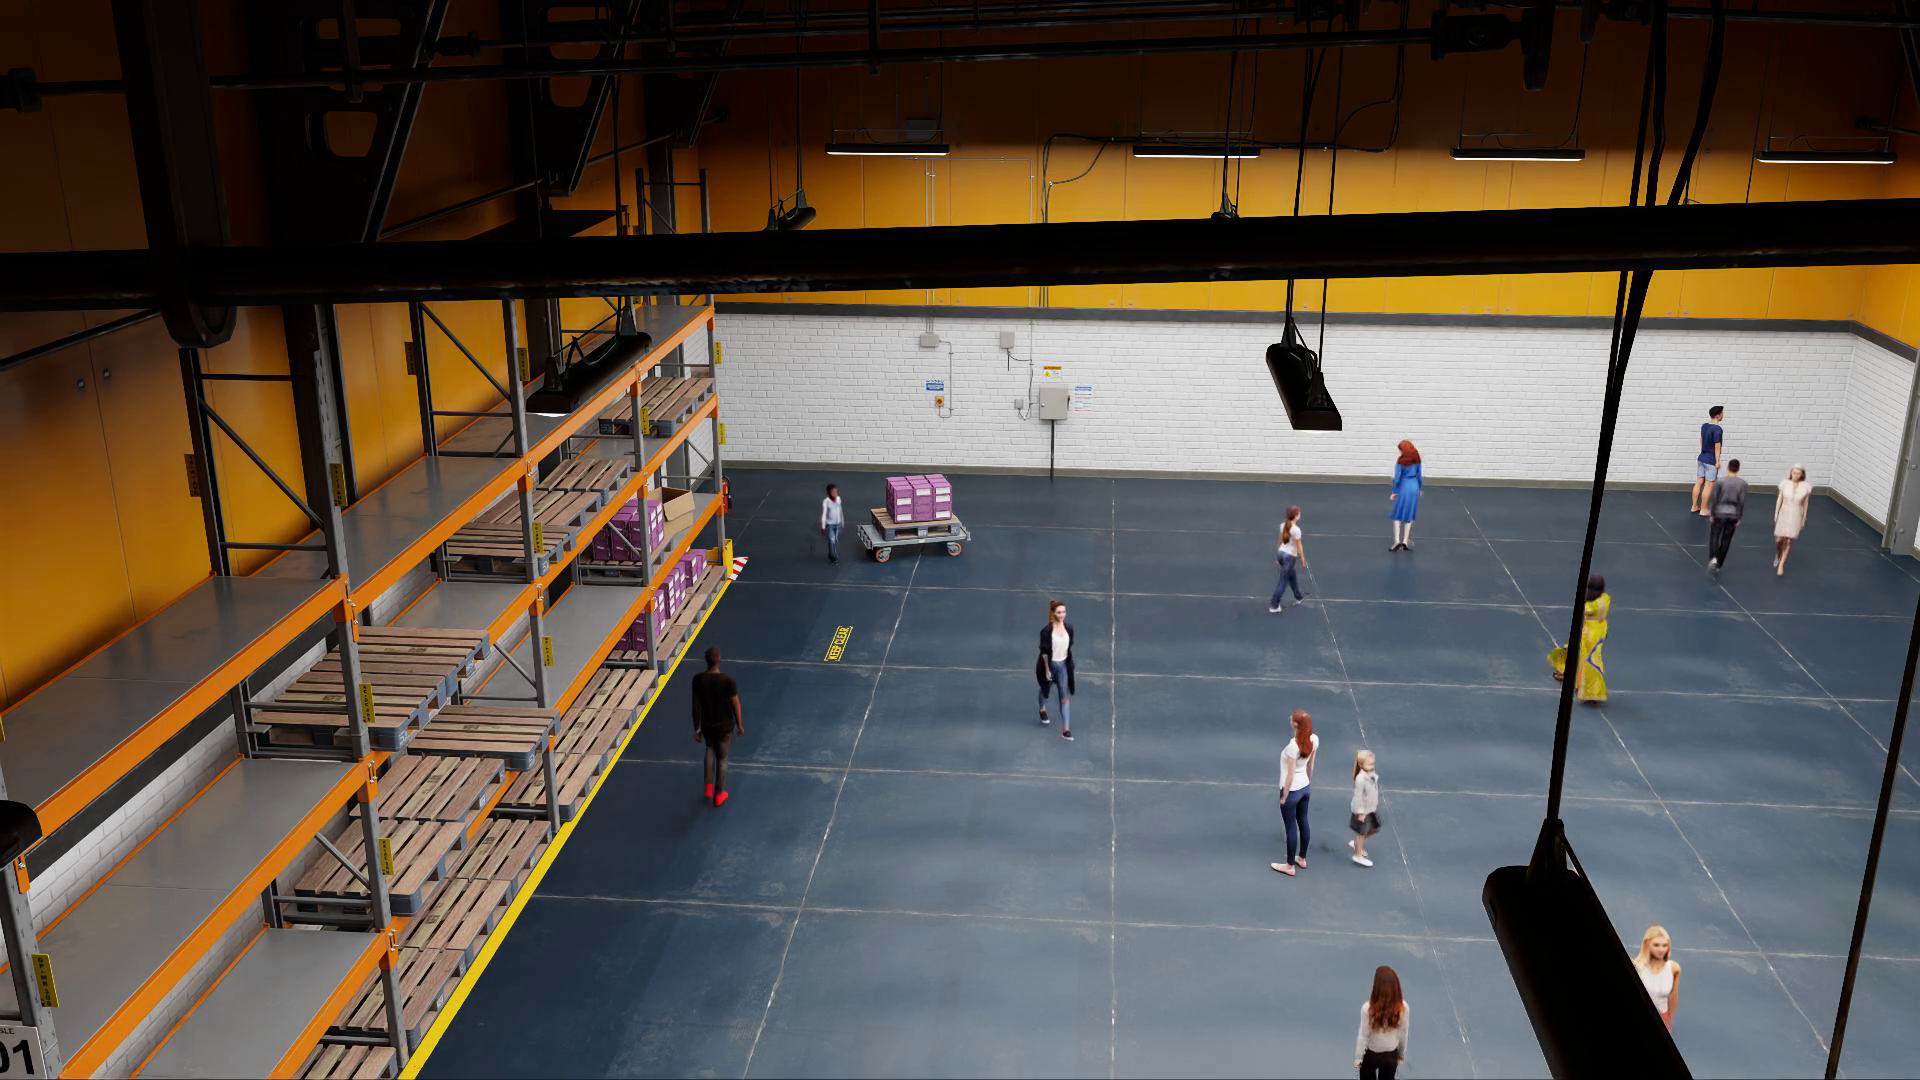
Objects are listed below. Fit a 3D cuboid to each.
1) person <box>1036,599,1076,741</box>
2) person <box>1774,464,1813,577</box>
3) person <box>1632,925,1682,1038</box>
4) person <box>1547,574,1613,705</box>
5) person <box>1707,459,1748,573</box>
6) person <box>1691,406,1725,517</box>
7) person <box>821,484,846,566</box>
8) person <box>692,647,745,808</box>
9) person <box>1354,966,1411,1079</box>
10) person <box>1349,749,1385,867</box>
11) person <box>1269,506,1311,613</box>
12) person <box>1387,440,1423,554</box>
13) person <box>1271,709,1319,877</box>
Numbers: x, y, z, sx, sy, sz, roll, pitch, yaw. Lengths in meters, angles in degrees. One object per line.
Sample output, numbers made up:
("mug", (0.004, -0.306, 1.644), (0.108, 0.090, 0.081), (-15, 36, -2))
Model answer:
("person", (1.070, 1.494, 19.613), (0.905, 1.629, 1.203), (-6, 20, -17))
("person", (12.417, -0.324, 24.859), (0.715, 1.727, 0.783), (9, 21, 26))
("person", (5.212, 3.712, 12.786), (0.665, 1.783, 0.863), (0, 19, 1))
("person", (7.805, 1.234, 20.389), (1.202, 1.627, 1.297), (-13, 23, -34))
("person", (11.451, -0.337, 24.855), (0.736, 1.752, 0.822), (8, 20, 22))
("person", (12.459, -1.334, 27.667), (0.744, 1.849, 0.591), (-4, 19, -11))
("person", (-1.985, -0.269, 25.440), (0.646, 1.252, 0.707), (-14, 23, -35))
("person", (-2.628, 2.029, 17.771), (0.674, 1.791, 0.633), (4, 19, 11))
("person", (3.209, 3.942, 12.593), (0.652, 1.471, 0.870), (-2, 19, -7))
("person", (4.008, 2.667, 16.703), (0.705, 1.264, 0.644), (15, 24, 38))
("person", (4.552, 0.286, 23.363), (0.970, 1.525, 1.013), (-10, 21, -28))
("person", (6.938, -0.681, 25.786), (0.720, 1.811, 0.678), (2, 19, 5))
("person", (3.346, 2.487, 16.490), (0.646, 1.740, 0.709), (-16, 24, -38))
